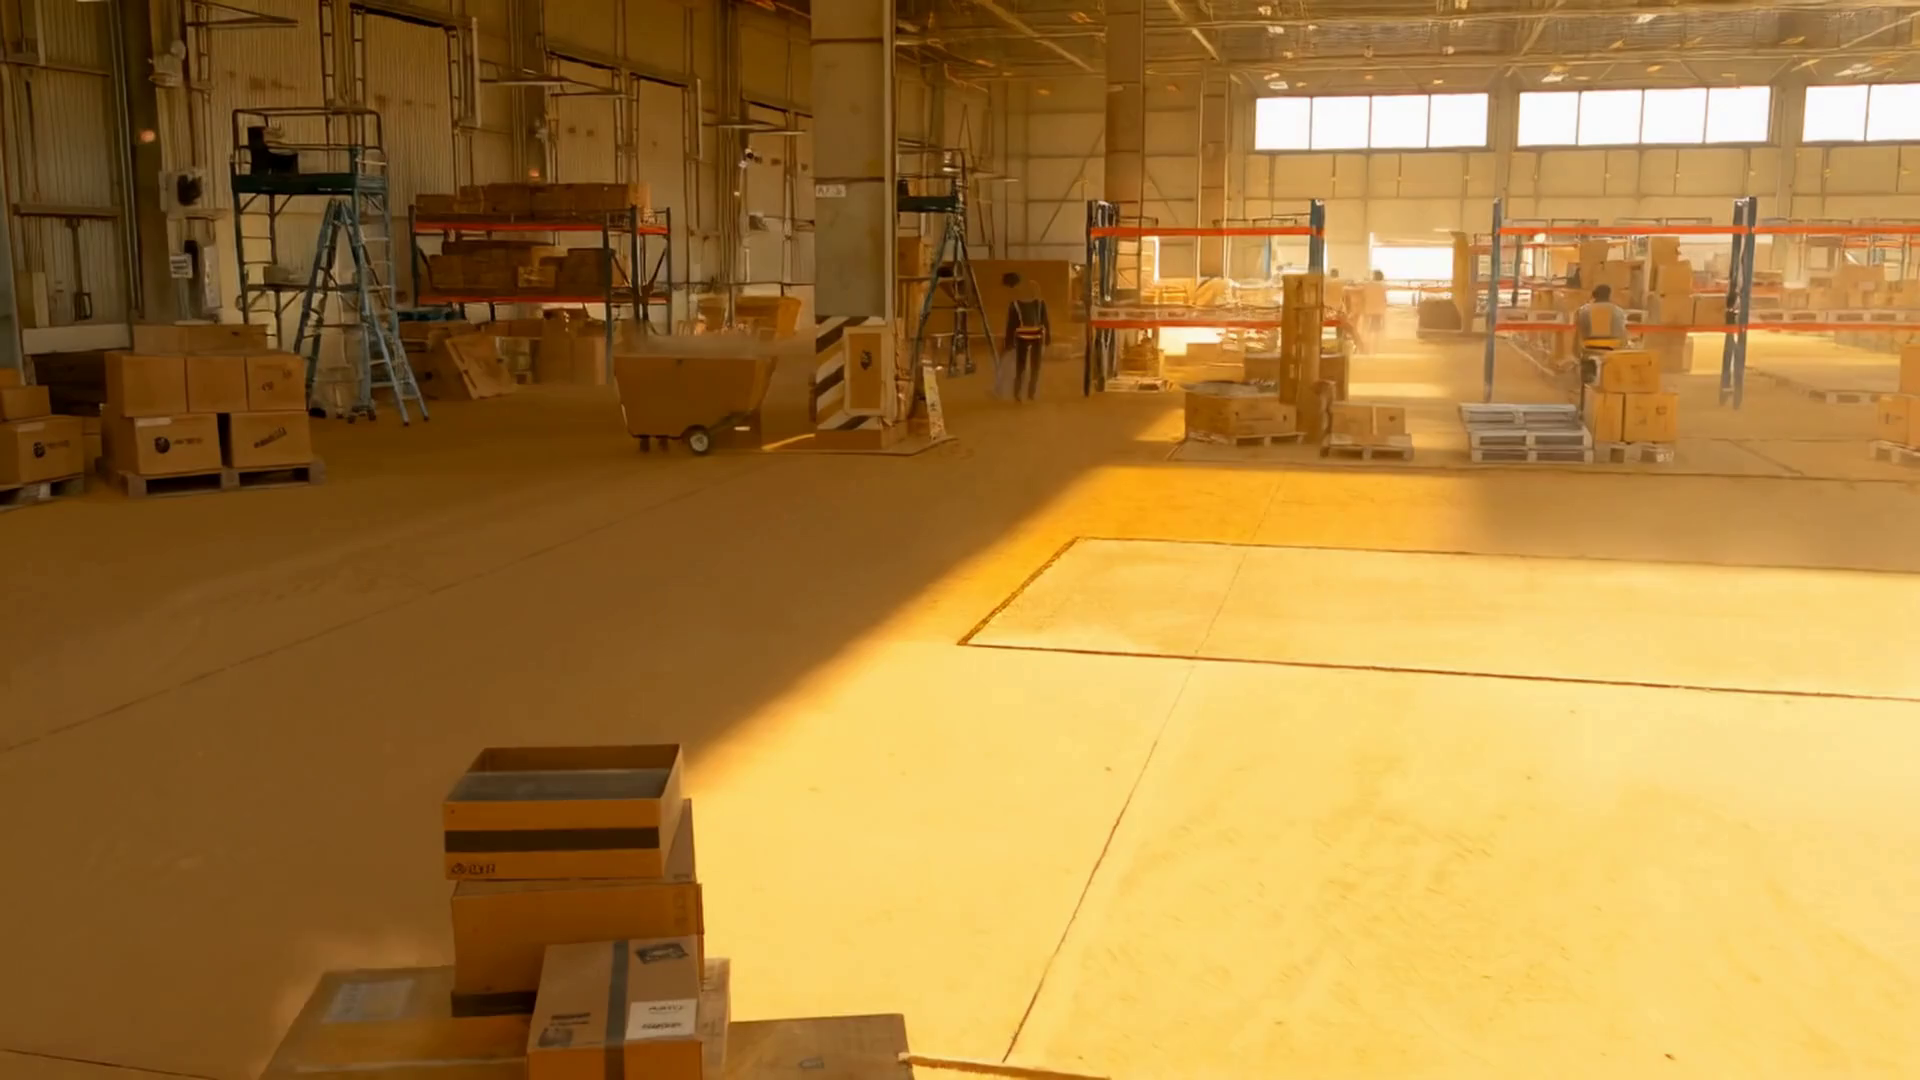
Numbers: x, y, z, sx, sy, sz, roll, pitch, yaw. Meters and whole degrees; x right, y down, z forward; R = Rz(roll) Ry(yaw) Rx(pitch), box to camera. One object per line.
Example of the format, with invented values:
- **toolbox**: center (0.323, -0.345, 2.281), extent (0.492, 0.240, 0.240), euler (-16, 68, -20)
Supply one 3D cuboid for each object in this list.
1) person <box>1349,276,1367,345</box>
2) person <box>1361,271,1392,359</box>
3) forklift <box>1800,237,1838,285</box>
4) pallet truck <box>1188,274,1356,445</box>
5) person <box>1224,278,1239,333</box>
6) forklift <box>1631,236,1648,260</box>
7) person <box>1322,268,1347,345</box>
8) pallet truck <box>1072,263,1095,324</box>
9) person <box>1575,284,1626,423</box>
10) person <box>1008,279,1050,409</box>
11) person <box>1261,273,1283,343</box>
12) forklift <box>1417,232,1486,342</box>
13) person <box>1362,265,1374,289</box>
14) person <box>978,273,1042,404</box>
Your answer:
- **person**: center (9.756, -5.570, 40.600), extent (0.485, 1.731, 0.385), euler (0, 10, -1)
- **person**: center (9.006, -4.854, 35.902), extent (0.923, 1.885, 0.657), euler (-6, 11, -31)
- **forklift**: center (27.683, -8.369, 53.683), extent (1.129, 2.768, 1.873), euler (2, 10, 14)
- **pallet truck**: center (3.653, -2.138, 19.590), extent (1.885, 1.965, 0.823), euler (-4, 10, -20)
- **person**: center (7.487, -6.394, 45.742), extent (0.521, 1.632, 0.310), euler (7, 12, 34)
- **forklift**: center (20.746, -7.812, 50.402), extent (1.129, 2.768, 1.873), euler (-2, 10, -10)
- **person**: center (9.347, -5.800, 41.432), extent (0.661, 1.897, 0.957), euler (-2, 10, -13)
- **pallet truck**: center (4.325, -8.180, 55.162), extent (0.823, 1.965, 1.885), euler (6, 11, 31)
- **person**: center (8.204, -2.358, 21.341), extent (0.625, 1.844, 0.429), euler (4, 10, 21)
- **person**: center (1.009, -2.820, 24.010), extent (0.588, 1.857, 0.555), euler (-4, 10, -21)
- **person**: center (7.889, -5.751, 41.435), extent (0.510, 1.808, 0.951), euler (-5, 11, -25)
- **forklift**: center (12.845, -6.541, 42.919), extent (1.873, 2.768, 1.129), euler (2, 10, 14)
- **person**: center (14.113, -8.522, 57.449), extent (0.617, 1.898, 0.612), euler (7, 12, 35)
- **person**: center (0.777, -2.951, 24.548), extent (1.017, 1.934, 0.662), euler (-6, 11, -30)
